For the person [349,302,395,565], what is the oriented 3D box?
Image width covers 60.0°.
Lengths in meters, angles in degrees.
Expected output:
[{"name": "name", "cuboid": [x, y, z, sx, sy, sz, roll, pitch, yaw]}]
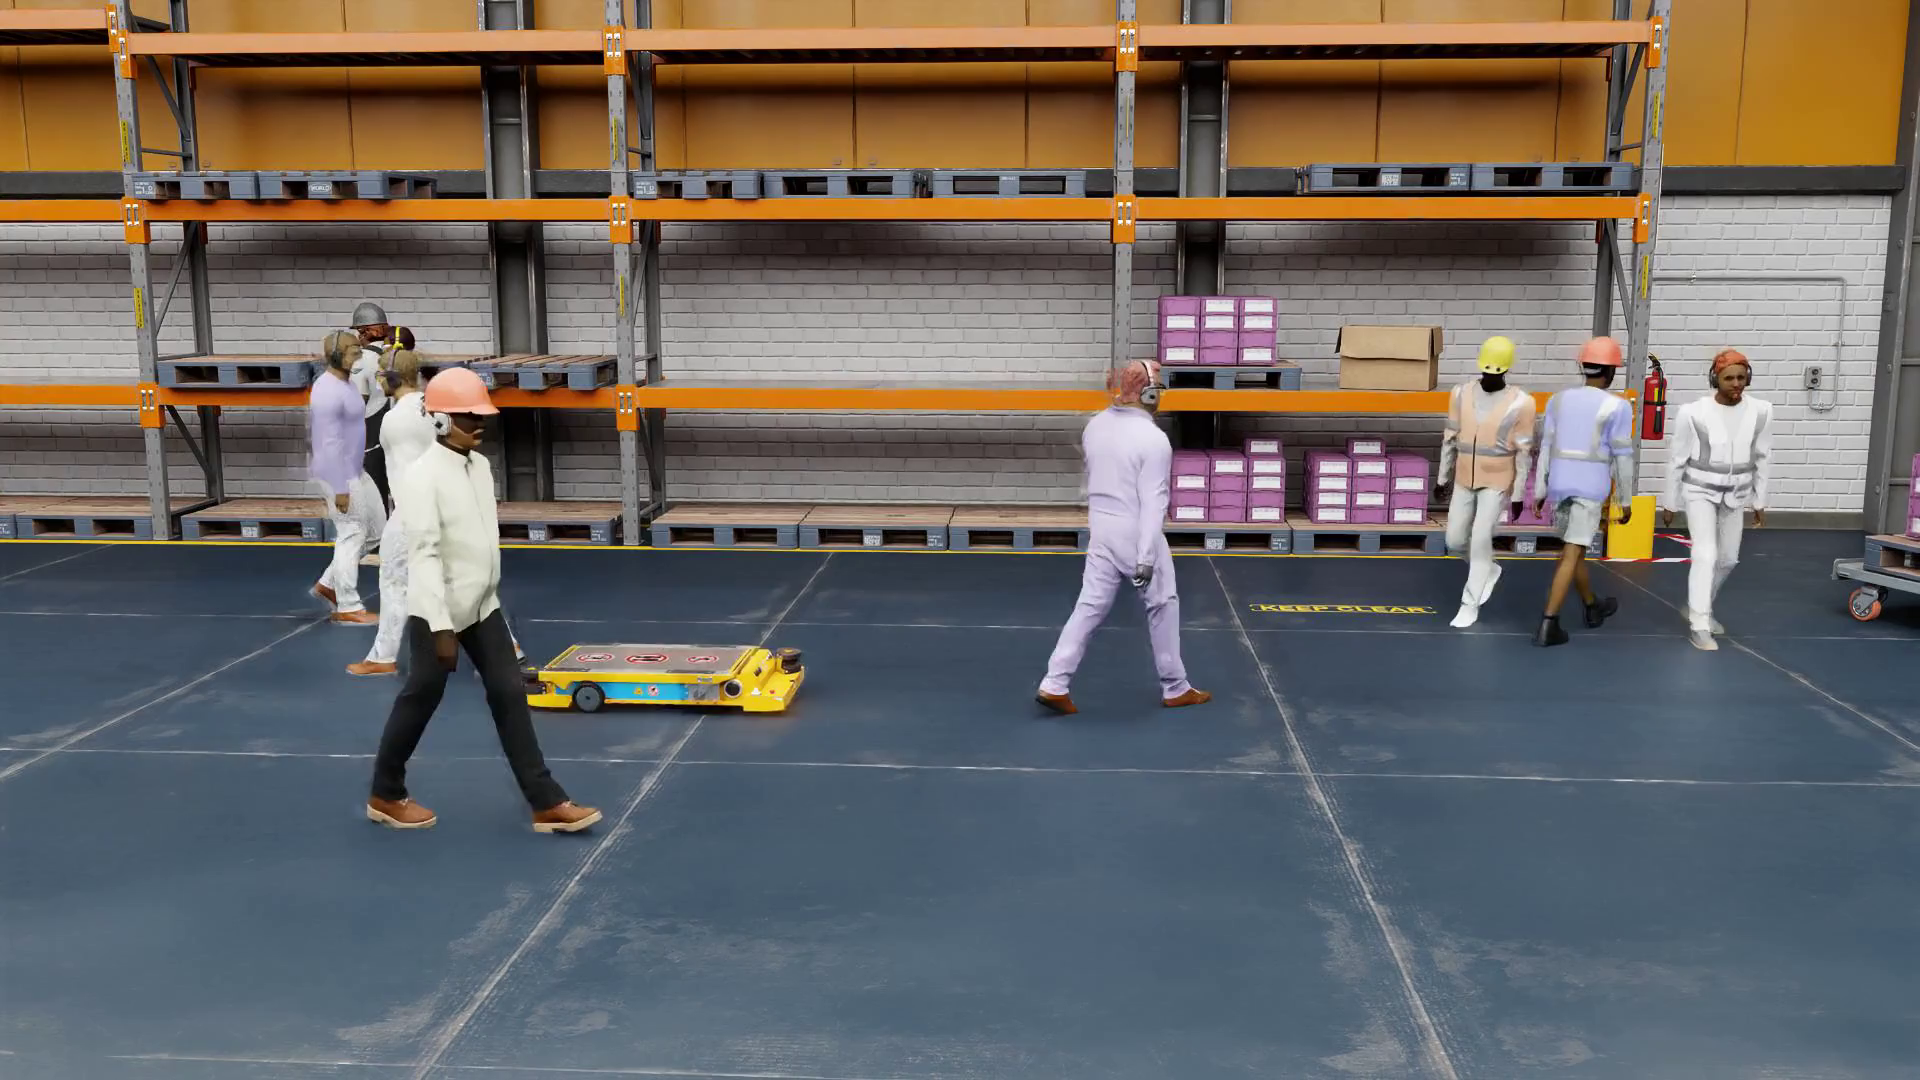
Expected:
[{"name": "person", "cuboid": [-4.549, -0.836, 12.934, 0.535, 2.000, 0.680, 4, 10, 20]}]

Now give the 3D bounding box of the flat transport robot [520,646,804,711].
[{"name": "flat transport robot", "cuboid": [-1.599, 0.729, 8.947, 1.431, 0.197, 0.652, 1, 10, 4]}]

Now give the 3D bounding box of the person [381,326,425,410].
[{"name": "person", "cuboid": [-4.101, -0.650, 12.347, 0.310, 1.868, 0.532, -3, 10, -16]}]

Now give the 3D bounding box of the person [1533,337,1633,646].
[{"name": "person", "cuboid": [3.896, -0.311, 10.324, 1.008, 1.876, 0.555, -7, 12, -37]}]

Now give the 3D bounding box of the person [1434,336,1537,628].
[{"name": "person", "cuboid": [3.390, -0.378, 10.704, 0.631, 1.883, 0.667, -9, 13, -42]}]

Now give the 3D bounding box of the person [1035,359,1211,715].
[{"name": "person", "cuboid": [0.836, -0.005, 8.612, 0.986, 1.863, 0.650, -7, 12, -35]}]

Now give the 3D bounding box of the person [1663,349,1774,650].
[{"name": "person", "cuboid": [4.620, -0.269, 10.254, 0.586, 1.838, 0.717, 0, 10, 0]}]

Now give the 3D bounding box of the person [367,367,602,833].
[{"name": "person", "cuboid": [-2.038, 0.269, 6.775, 1.046, 1.939, 0.646, 3, 10, 15]}]

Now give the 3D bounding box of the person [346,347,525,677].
[{"name": "person", "cuboid": [-2.960, -0.138, 9.353, 1.023, 1.896, 0.645, 1, 10, 8]}]

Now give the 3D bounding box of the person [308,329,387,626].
[{"name": "person", "cuboid": [-3.911, -0.387, 10.660, 0.441, 1.917, 0.648, -1, 10, -8]}]
